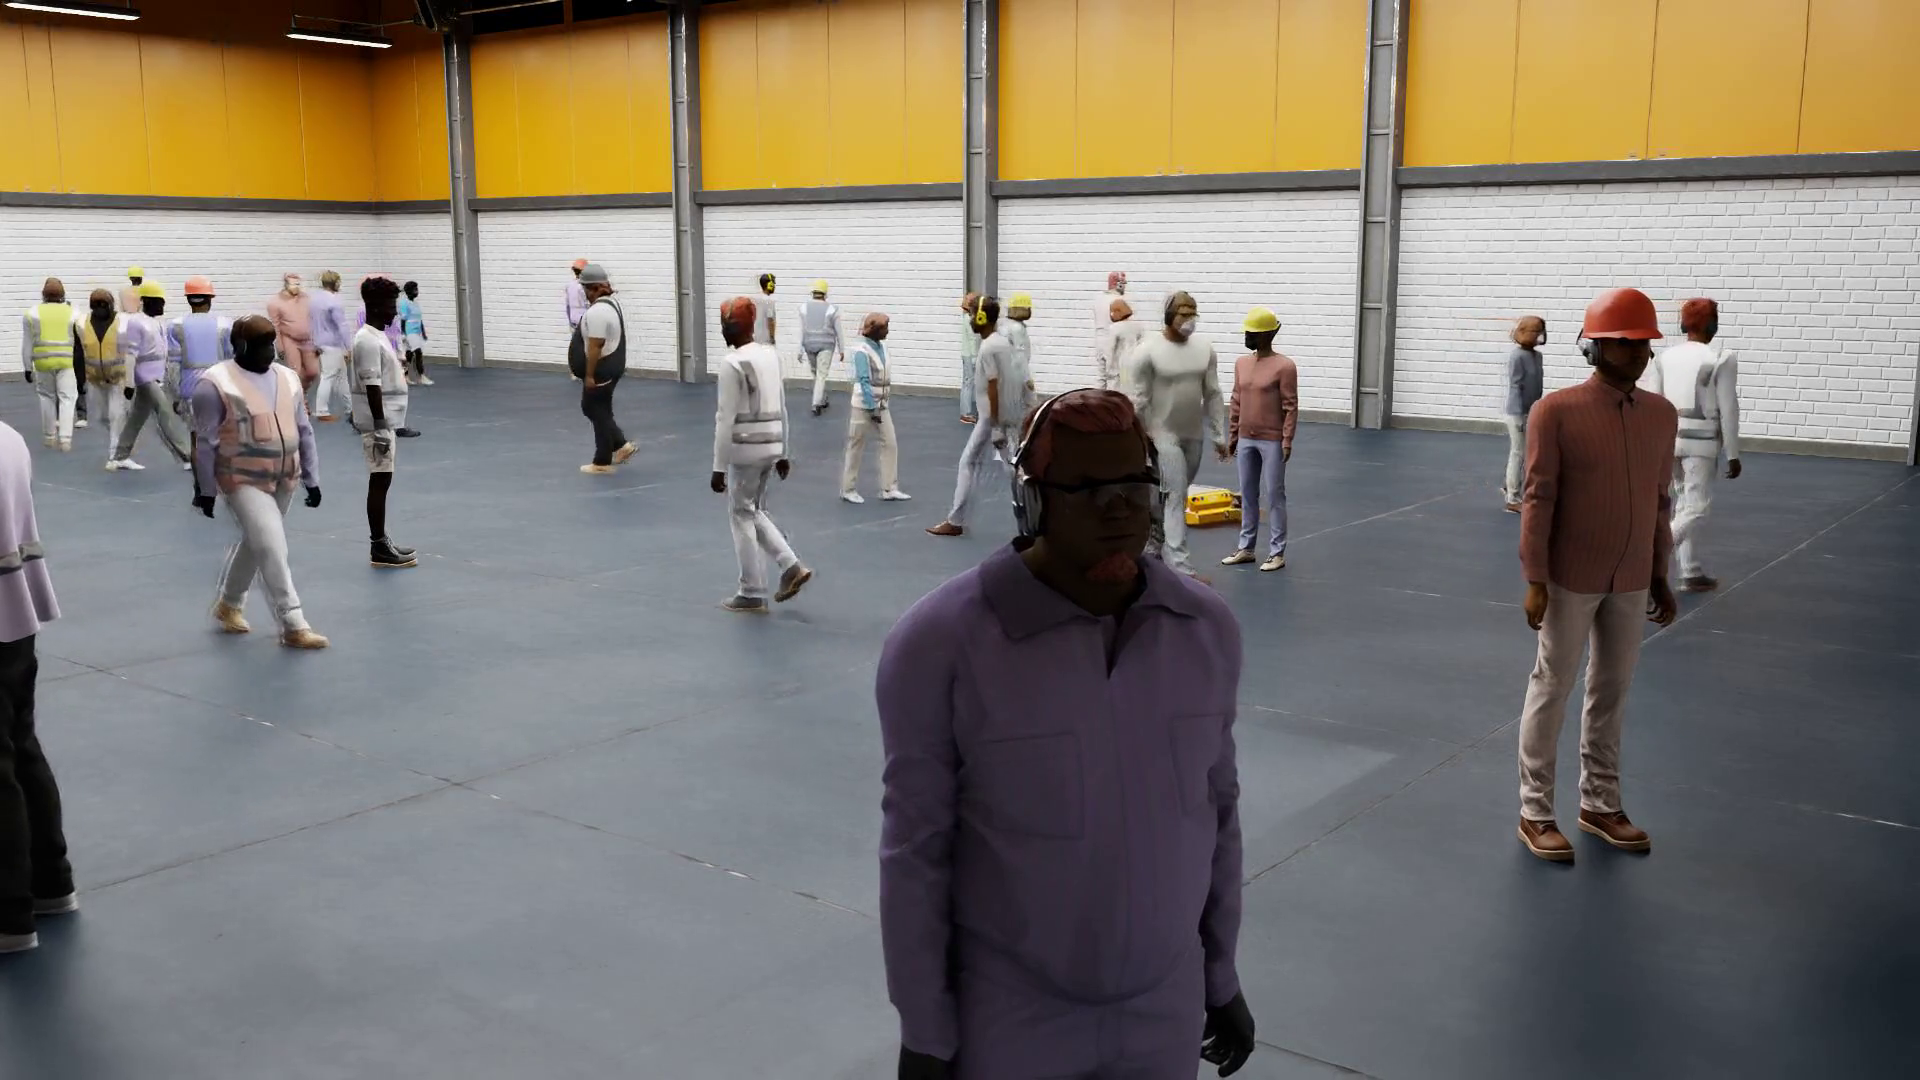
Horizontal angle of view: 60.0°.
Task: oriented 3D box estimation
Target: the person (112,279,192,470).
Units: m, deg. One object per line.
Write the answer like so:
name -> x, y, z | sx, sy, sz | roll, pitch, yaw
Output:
person -> -7.859, -1.594, 16.205 | 1.031, 1.865, 0.595 | -1, 10, -7

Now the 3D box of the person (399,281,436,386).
person -> -8.646, -3.280, 26.532 | 0.736, 1.665, 0.549 | 1, 10, 4

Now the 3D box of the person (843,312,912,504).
person -> -0.720, -1.106, 14.044 | 0.658, 1.610, 0.560 | 6, 11, 31

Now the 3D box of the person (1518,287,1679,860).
person -> 2.243, 0.120, 5.832 | 0.610, 1.996, 0.378 | -3, 10, -17

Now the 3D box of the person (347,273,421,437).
person -> -6.743, -2.138, 19.277 | 0.924, 1.906, 0.553 | 1, 10, 8

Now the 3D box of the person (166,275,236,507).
person -> -6.332, -1.247, 13.973 | 0.550, 1.933, 0.375 | -4, 11, -23

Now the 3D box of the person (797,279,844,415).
person -> -1.857, -2.560, 22.070 | 0.591, 1.783, 0.982 | 2, 10, 14

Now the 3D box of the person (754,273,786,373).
person -> -2.616, -2.709, 22.732 | 0.385, 1.853, 0.545 | -7, 12, -34

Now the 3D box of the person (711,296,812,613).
person -> -1.208, -0.487, 9.727 | 0.466, 1.868, 0.601 | 4, 11, 24

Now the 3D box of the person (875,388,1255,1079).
person -> 0.191, 0.715, 2.626 | 0.639, 1.910, 0.407 | -4, 11, -24

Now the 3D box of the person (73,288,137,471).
person -> -8.401, -1.608, 16.508 | 0.648, 1.799, 0.840 | -1, 10, -7

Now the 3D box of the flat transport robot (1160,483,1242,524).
flat transport robot -> 1.631, -0.337, 13.510 | 0.652, 0.197, 1.431 | -8, 13, -39

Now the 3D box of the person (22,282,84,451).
person -> -9.793, -1.883, 18.074 | 0.647, 1.799, 0.896 | -4, 11, -24

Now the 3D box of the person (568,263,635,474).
person -> -3.483, -1.639, 15.946 | 0.536, 2.000, 0.708 | 0, 10, -1

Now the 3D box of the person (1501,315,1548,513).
person -> 4.605, -1.007, 13.494 | 0.507, 1.621, 0.347 | -8, 13, -40

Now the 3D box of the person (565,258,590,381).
person -> -6.260, -3.639, 27.592 | 0.614, 2.038, 0.396 | 8, 12, 38

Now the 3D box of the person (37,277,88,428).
person -> -10.912, -2.261, 20.181 | 0.505, 1.836, 0.360 | -2, 10, -11

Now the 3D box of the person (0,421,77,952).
person -> -2.966, 0.297, 5.051 | 0.391, 1.912, 0.590 | -2, 10, -11

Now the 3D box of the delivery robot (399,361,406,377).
delivery robot -> -9.058, -2.682, 26.067 | 0.707, 0.478, 0.477 | -7, 12, -36

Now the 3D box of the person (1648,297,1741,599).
person -> 4.438, -0.559, 10.206 | 0.824, 1.857, 0.576 | -5, 11, -25

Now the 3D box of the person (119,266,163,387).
person -> -13.034, -3.386, 26.436 | 0.587, 1.930, 0.355 | 1, 10, 7

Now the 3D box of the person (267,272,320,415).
person -> -8.745, -2.577, 21.880 | 0.503, 1.879, 0.686 | 8, 13, 39

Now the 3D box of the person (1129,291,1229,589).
person -> 1.385, -0.653, 10.697 | 0.646, 1.891, 0.980 | -5, 11, -28

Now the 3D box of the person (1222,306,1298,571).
person -> 2.006, -0.673, 11.129 | 0.324, 1.765, 0.531 | -8, 13, -40

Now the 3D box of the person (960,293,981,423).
person -> 0.146, -2.286, 20.898 | 0.267, 1.632, 0.507 | -1, 10, -8

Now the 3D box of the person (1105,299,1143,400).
person -> 1.933, -1.972, 19.201 | 0.536, 1.586, 0.881 | -9, 13, -43

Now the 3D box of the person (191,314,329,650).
person -> -3.836, -0.329, 9.062 | 0.961, 1.800, 0.628 | 5, 11, 27

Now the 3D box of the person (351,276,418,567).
person -> -3.922, -0.799, 11.283 | 0.368, 1.962, 0.603 | -3, 10, -17

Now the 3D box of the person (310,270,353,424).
person -> -7.792, -2.431, 20.955 | 0.920, 1.900, 0.652 | -10, 14, -44

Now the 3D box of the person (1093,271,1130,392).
person -> 1.894, -2.342, 20.456 | 0.399, 1.904, 0.645 | -5, 11, -28

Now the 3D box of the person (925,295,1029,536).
person -> 0.274, -0.903, 12.342 | 1.006, 1.816, 0.485 | 4, 10, 21

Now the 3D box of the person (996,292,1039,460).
person -> 0.683, -1.650, 16.942 | 0.716, 1.719, 0.496 | 2, 10, 11
